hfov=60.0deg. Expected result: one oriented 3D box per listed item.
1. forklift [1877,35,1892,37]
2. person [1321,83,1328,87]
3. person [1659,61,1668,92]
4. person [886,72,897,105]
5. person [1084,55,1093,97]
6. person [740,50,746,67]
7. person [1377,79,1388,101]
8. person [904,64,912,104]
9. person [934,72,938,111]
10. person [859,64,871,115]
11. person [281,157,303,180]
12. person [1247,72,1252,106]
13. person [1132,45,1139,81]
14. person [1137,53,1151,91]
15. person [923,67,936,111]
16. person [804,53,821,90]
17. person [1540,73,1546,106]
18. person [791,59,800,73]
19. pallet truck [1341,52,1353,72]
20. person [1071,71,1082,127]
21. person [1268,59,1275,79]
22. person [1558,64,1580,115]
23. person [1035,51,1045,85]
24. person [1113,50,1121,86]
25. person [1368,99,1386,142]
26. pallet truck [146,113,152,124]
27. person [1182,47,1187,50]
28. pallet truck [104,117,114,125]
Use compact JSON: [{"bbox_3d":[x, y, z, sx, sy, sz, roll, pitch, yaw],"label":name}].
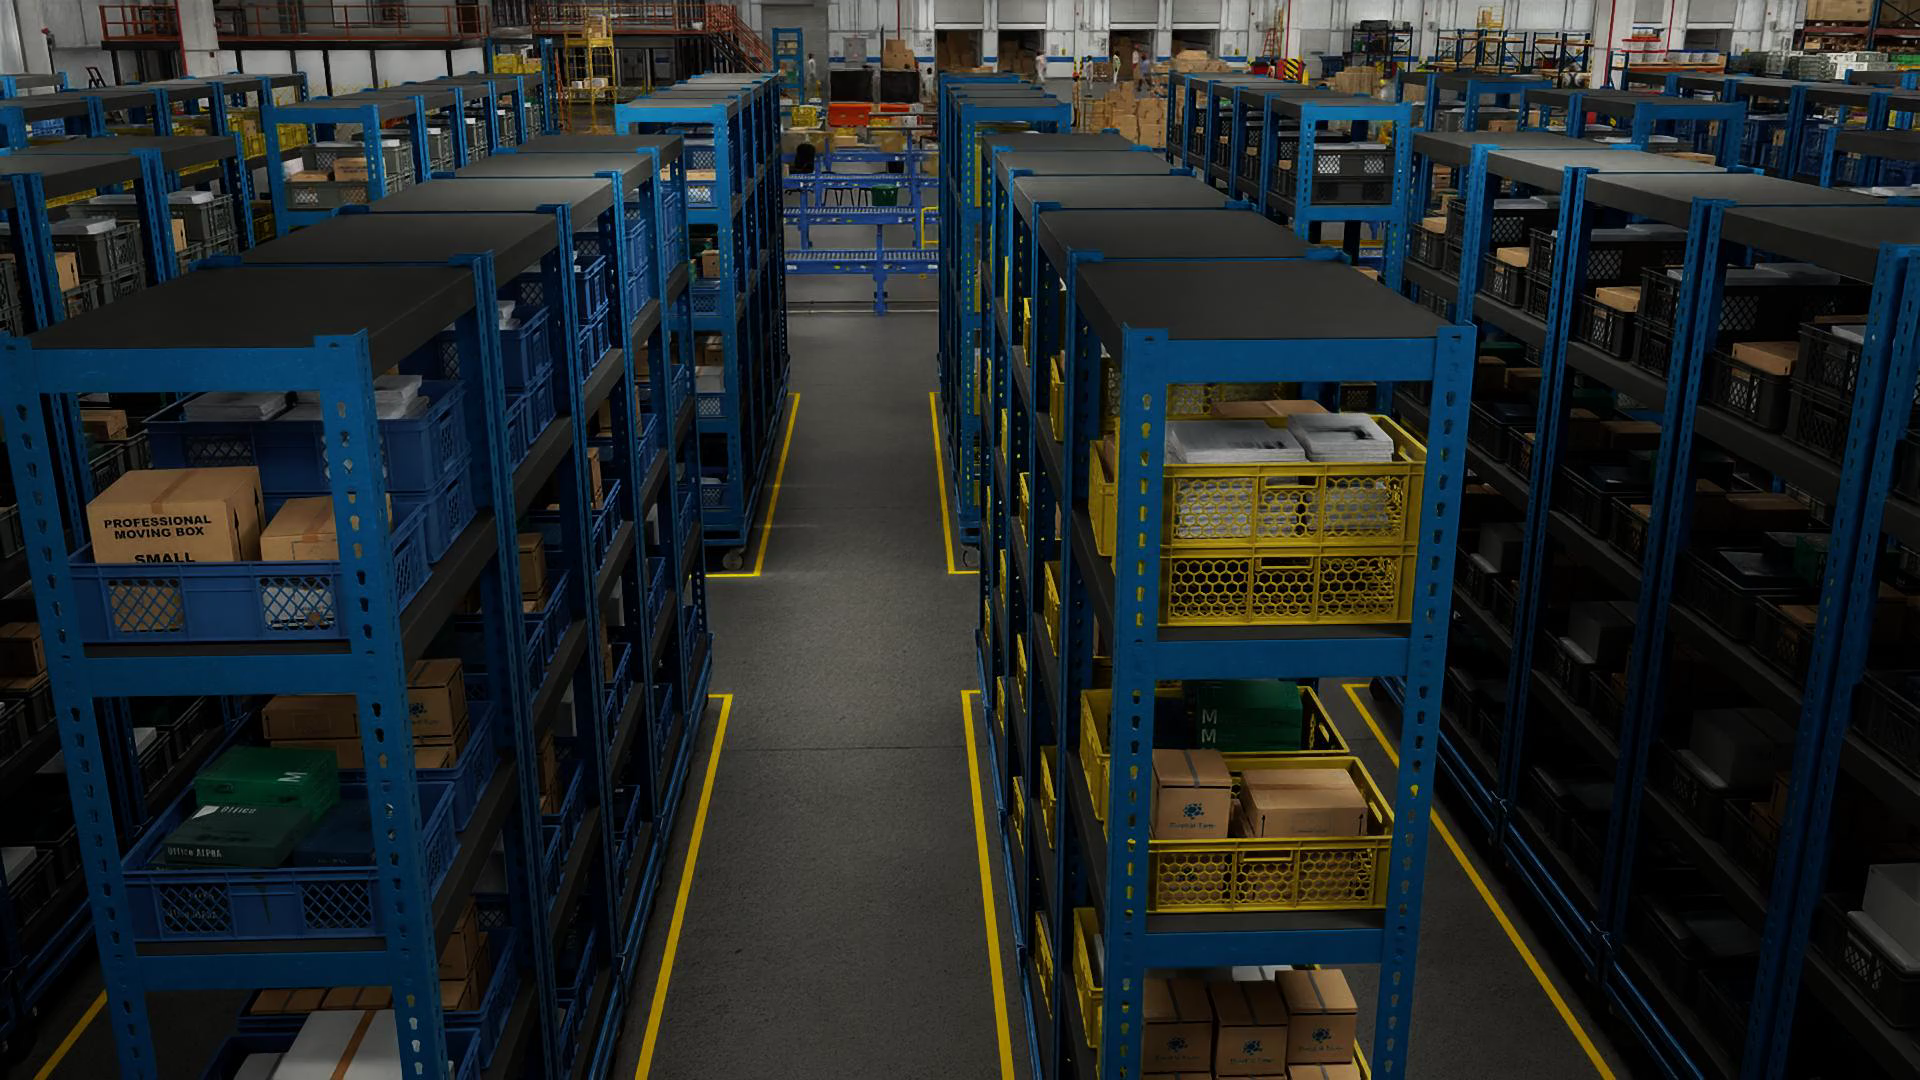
[{"bbox_3d":[44.168,-22.919,80.186,1.129,2.768,1.873,-1,18,-2],"label":"forklift"},{"bbox_3d":[12.367,-14.761,56.875,0.660,1.655,0.566,-16,24,-40],"label":"person"},{"bbox_3d":[30.596,-19.774,72.074,0.620,1.862,0.638,2,18,7],"label":"person"},{"bbox_3d":[-2.704,-17.108,64.047,0.780,1.733,0.526,1,18,2],"label":"person"},{"bbox_3d":[6.099,-21.875,78.465,0.372,1.940,0.627,-1,18,-4],"label":"person"},{"bbox_3d":[-11.305,-24.517,86.629,0.408,1.942,0.615,1,18,4],"label":"person"},{"bbox_3d":[14.381,-14.920,57.180,0.784,1.791,0.584,3,18,10],"label":"person"},{"bbox_3d":[-2.207,-19.143,70.160,0.328,1.844,0.514,9,20,26],"label":"person"},{"bbox_3d":[-0.701,-16.492,61.921,0.983,1.879,0.596,-4,18,-11],"label":"person"},{"bbox_3d":[-3.797,-17.936,66.259,0.590,1.945,0.604,13,22,35],"label":"person"},{"bbox_3d":[-12.940,-6.921,32.316,0.677,1.855,0.972,-12,21,-33],"label":"person"},{"bbox_3d":[10.656,-16.465,61.855,0.429,1.854,0.532,4,18,11],"label":"person"},{"bbox_3d":[10.045,-27.243,94.984,0.377,1.995,0.608,-6,19,-19],"label":"person"},{"bbox_3d":[9.330,-23.614,83.925,0.552,1.901,0.975,16,24,41],"label":"person"},{"bbox_3d":[-1.170,-17.868,66.235,0.515,1.840,0.830,3,18,9],"label":"person"},{"bbox_3d":[-7.541,-23.903,84.922,1.000,1.840,0.571,8,20,24],"label":"person"},{"bbox_3d":[20.700,-15.697,59.405,0.461,1.899,0.612,-10,21,-29],"label":"person"},{"bbox_3d":[-8.710,-24.905,88.217,0.498,1.704,0.890,9,20,27],"label":"person"},{"bbox_3d":[18.794,-23.123,82.231,0.823,1.965,1.885,-13,22,-35],"label":"pallet truck"},{"bbox_3d":[4.174,-15.877,59.906,0.358,1.938,0.542,-6,19,-17],"label":"person"},{"bbox_3d":[15.049,-22.380,80.430,0.321,1.690,0.533,13,22,34],"label":"person"},{"bbox_3d":[23.945,-17.708,65.404,0.693,2.000,0.953,1,18,2],"label":"person"},{"bbox_3d":[4.342,-25.637,90.391,0.995,1.770,0.687,15,23,38],"label":"person"},{"bbox_3d":[8.453,-25.471,89.747,0.429,1.844,0.622,2,18,7],"label":"person"},{"bbox_3d":[12.308,-12.222,49.143,0.510,1.593,0.833,-1,18,-4],"label":"person"},{"bbox_3d":[-18.087,-8.309,36.390,1.885,1.965,0.823,-1,18,-4],"label":"pallet truck"},{"bbox_3d":[12.604,-26.976,94.301,0.616,1.906,0.615,-2,18,-7],"label":"person"},{"bbox_3d":[-18.367,-7.885,35.078,1.885,1.965,0.823,1,18,2],"label":"pallet truck"}]
